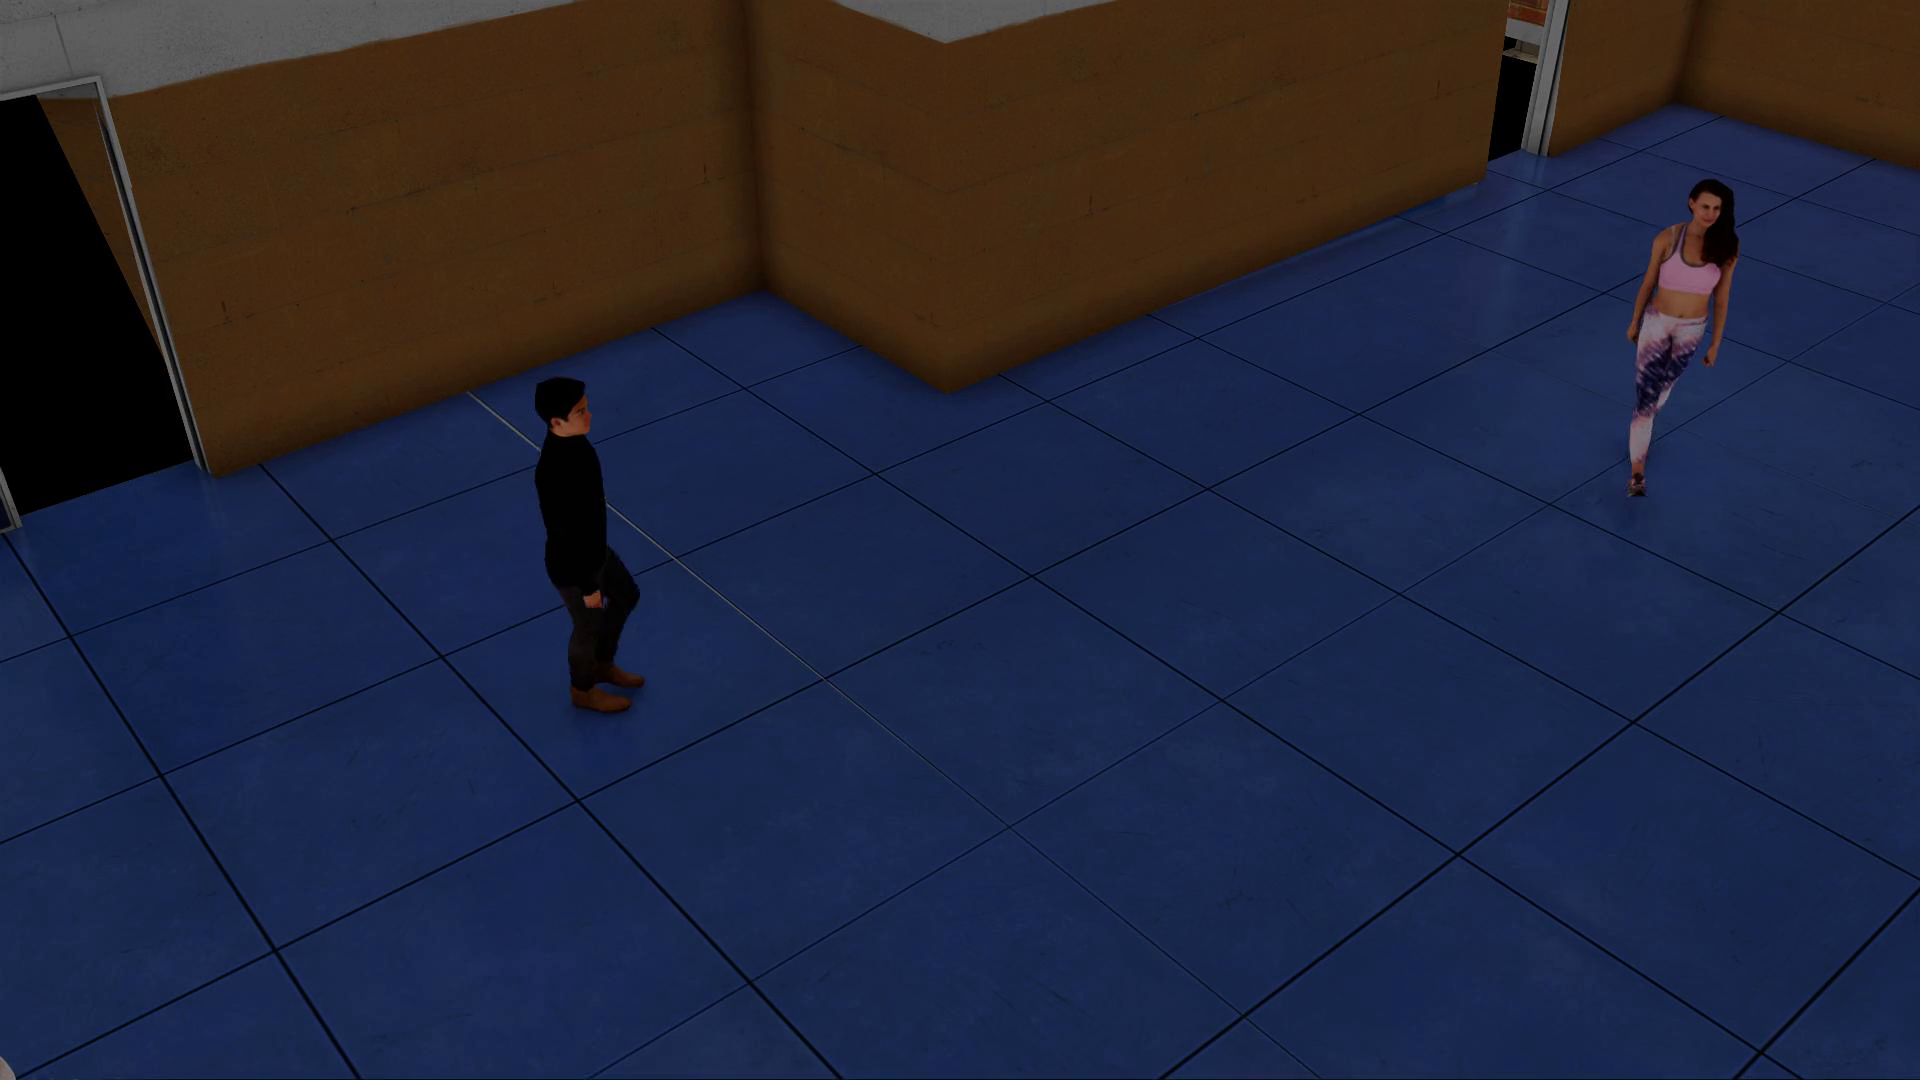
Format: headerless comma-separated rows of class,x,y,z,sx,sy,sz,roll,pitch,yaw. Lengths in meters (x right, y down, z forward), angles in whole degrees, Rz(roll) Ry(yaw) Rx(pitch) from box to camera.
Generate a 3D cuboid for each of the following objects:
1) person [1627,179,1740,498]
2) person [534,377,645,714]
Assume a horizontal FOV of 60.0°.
person,3.886,-1.147,9.113,1.155,1.712,1.123,7,34,11
person,-1.732,0.048,7.317,0.814,1.711,0.736,0,34,0
